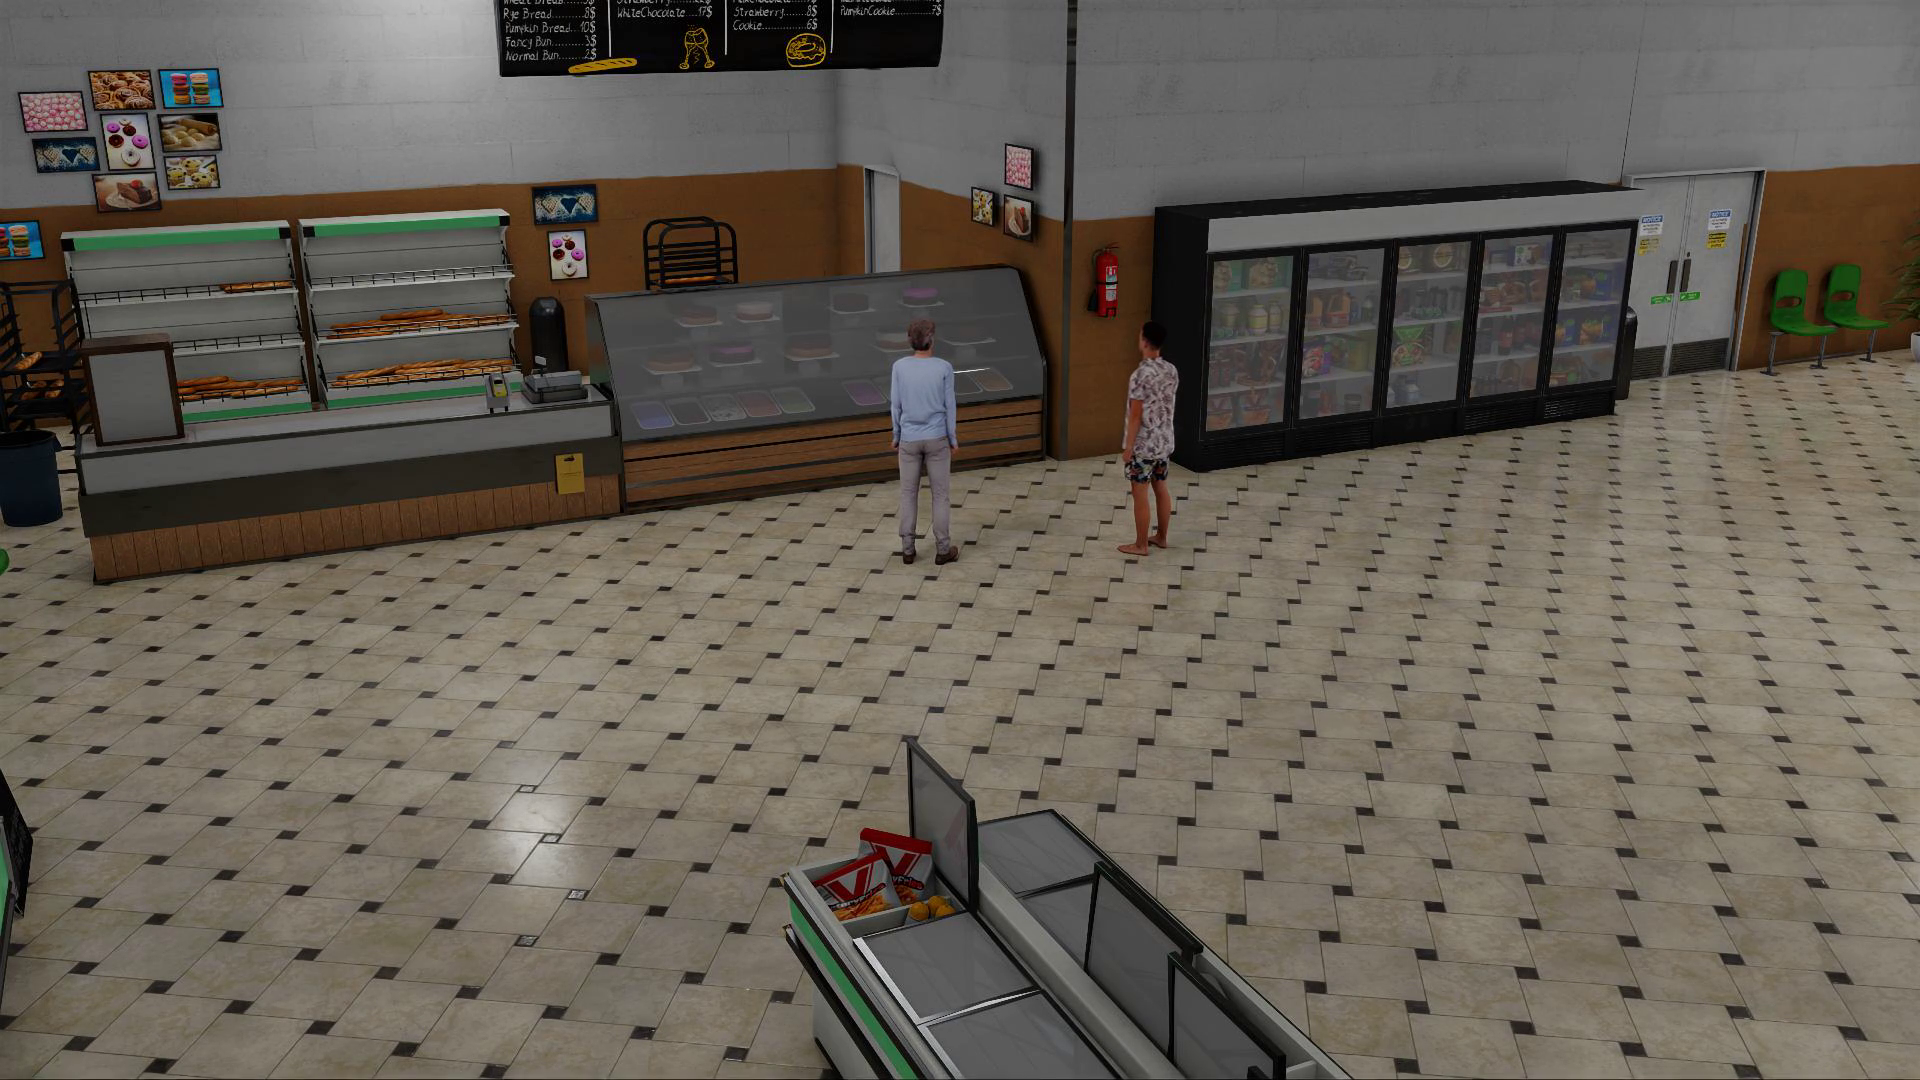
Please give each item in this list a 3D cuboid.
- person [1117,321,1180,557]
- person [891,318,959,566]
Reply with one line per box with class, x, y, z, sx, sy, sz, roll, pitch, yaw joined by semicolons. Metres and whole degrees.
person;1.475;-0.785;12.861;0.730;1.816;0.681;-17;25;-40
person;-0.275;-0.748;12.632;0.751;1.892;0.764;3;19;9
